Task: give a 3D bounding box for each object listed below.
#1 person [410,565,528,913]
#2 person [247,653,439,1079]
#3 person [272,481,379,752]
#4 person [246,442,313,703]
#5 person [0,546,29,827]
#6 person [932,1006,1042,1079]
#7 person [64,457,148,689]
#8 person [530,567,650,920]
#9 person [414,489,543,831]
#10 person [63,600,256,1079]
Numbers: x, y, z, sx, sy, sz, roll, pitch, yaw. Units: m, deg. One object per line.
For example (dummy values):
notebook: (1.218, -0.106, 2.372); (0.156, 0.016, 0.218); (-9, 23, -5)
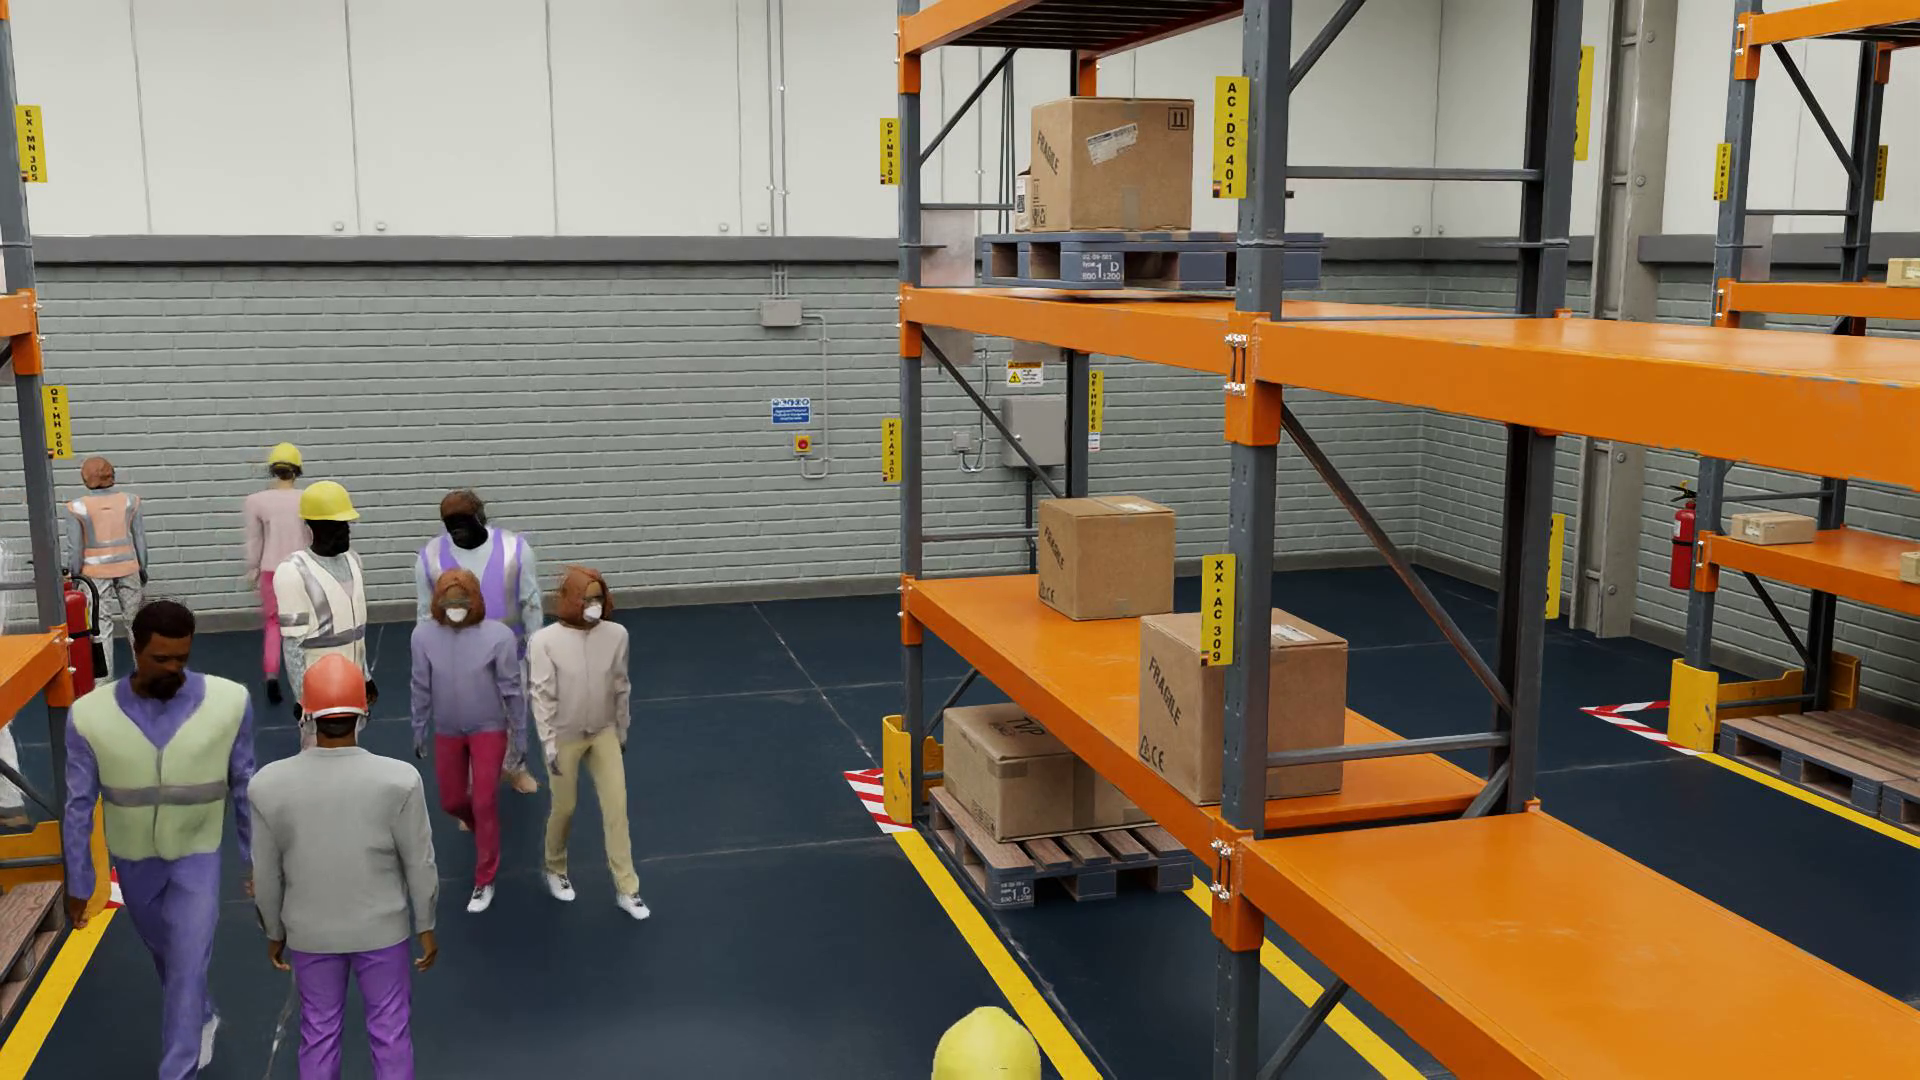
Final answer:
person: (-2.265, 0.879, 7.786); (0.546, 1.610, 0.567); (0, 10, 3)
person: (-1.970, 1.227, 5.384); (0.572, 1.754, 0.321); (-1, 10, -4)
person: (-3.047, 0.668, 8.084); (0.373, 1.928, 0.584); (2, 10, 13)
person: (-4.562, 0.214, 11.259); (0.534, 1.750, 0.819); (-1, 10, -8)
person: (-5.318, 0.595, 8.779); (0.956, 1.834, 0.579); (7, 12, 35)
person: (0.045, 1.650, 3.005); (0.553, 1.733, 0.783); (0, 10, 2)
person: (-5.784, 0.246, 11.315); (0.513, 1.639, 0.311); (-10, 14, -44)
person: (-1.725, 0.913, 7.621); (0.510, 1.610, 0.619); (-7, 12, -35)
person: (-2.570, 0.591, 8.911); (0.645, 1.812, 0.673); (-3, 10, -17)
person: (-2.784, 1.104, 5.843); (0.618, 1.860, 0.982); (-4, 11, -20)
